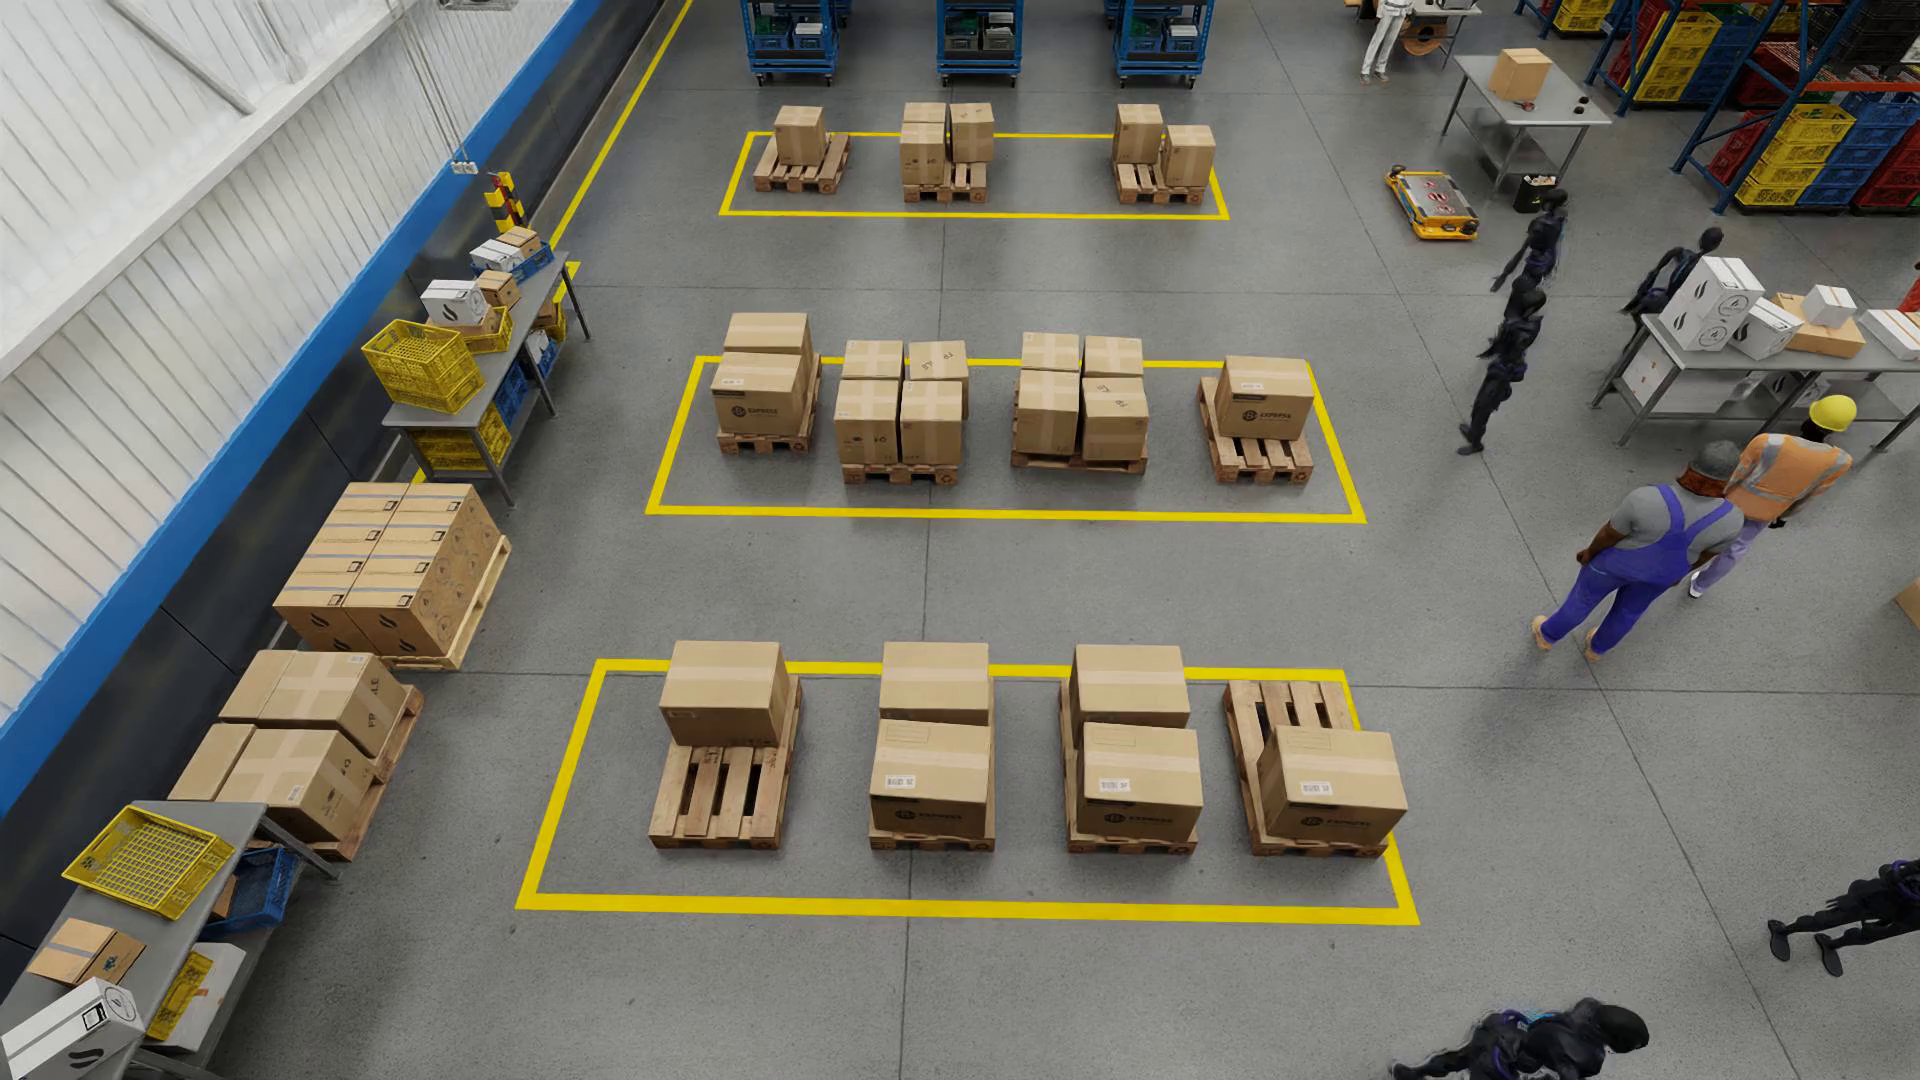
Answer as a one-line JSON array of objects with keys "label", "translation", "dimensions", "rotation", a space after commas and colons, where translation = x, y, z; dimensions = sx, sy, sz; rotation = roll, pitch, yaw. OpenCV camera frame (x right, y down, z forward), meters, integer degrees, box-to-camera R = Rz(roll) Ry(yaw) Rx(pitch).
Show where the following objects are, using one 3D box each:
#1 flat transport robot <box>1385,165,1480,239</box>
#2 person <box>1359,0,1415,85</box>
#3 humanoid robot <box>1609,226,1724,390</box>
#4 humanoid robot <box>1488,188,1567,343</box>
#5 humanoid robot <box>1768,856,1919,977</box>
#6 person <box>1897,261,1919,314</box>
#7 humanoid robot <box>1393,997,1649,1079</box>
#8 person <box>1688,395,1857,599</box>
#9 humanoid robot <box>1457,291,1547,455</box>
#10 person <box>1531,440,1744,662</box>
[{"label": "flat transport robot", "translation": [5.692, -4.094, 11.059], "dimensions": [0.652, 0.197, 1.431], "rotation": [1, 49, 1]}, {"label": "person", "translation": [6.122, -7.439, 12.904], "dimensions": [0.582, 1.882, 0.346], "rotation": [-13, 50, -11]}, {"label": "humanoid robot", "translation": [6.504, -2.078, 8.396], "dimensions": [0.479, 1.642, 0.645], "rotation": [-13, 50, -11]}, {"label": "humanoid robot", "translation": [5.513, -2.617, 8.883], "dimensions": [0.620, 1.630, 0.500], "rotation": [-35, 57, -26]}, {"label": "humanoid robot", "translation": [5.099, 1.956, 4.906], "dimensions": [0.580, 1.653, 0.318], "rotation": [14, 51, 12]}, {"label": "person", "translation": [9.534, -2.707, 8.738], "dimensions": [0.610, 1.991, 0.388], "rotation": [3, 49, 3]}, {"label": "humanoid robot", "translation": [2.658, 2.523, 4.438], "dimensions": [0.576, 1.620, 0.551], "rotation": [26, 54, 20]}, {"label": "person", "translation": [5.762, -0.278, 6.675], "dimensions": [0.586, 1.930, 0.361], "rotation": [18, 51, 15]}, {"label": "humanoid robot", "translation": [4.636, -1.458, 7.866], "dimensions": [0.368, 1.644, 0.682], "rotation": [13, 50, 11]}, {"label": "person", "translation": [4.638, 0.092, 6.283], "dimensions": [0.672, 2.000, 0.536], "rotation": [16, 51, 13]}]
